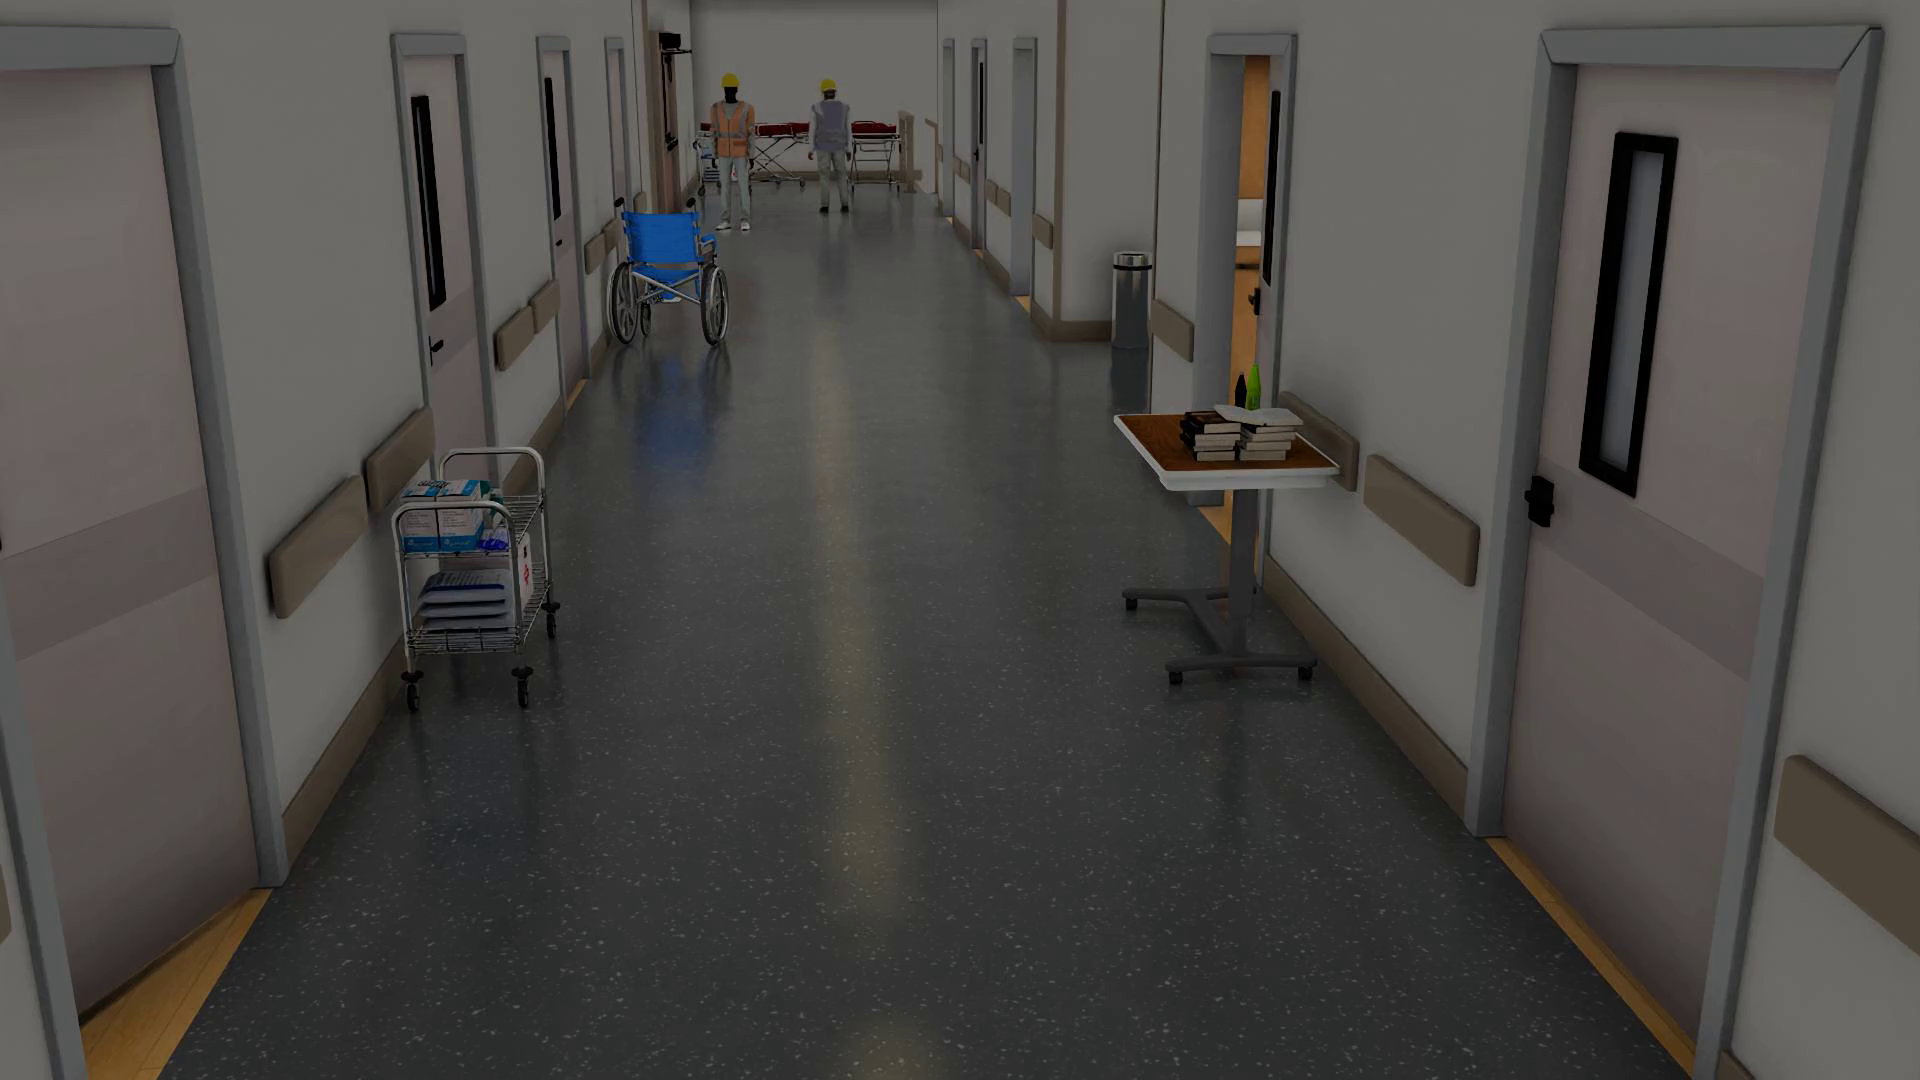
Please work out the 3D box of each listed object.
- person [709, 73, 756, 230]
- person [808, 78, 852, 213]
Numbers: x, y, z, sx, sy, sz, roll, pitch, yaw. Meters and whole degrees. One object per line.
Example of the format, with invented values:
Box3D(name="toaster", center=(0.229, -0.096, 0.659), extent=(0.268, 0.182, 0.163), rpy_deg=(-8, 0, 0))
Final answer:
Box3D(name="person", center=(-2.856, -4.867, 20.905), extent=(0.588, 1.930, 0.363), rpy_deg=(2, 17, 8))
Box3D(name="person", center=(-1.792, -5.445, 23.011), extent=(0.602, 1.829, 0.403), rpy_deg=(-6, 18, -18))
